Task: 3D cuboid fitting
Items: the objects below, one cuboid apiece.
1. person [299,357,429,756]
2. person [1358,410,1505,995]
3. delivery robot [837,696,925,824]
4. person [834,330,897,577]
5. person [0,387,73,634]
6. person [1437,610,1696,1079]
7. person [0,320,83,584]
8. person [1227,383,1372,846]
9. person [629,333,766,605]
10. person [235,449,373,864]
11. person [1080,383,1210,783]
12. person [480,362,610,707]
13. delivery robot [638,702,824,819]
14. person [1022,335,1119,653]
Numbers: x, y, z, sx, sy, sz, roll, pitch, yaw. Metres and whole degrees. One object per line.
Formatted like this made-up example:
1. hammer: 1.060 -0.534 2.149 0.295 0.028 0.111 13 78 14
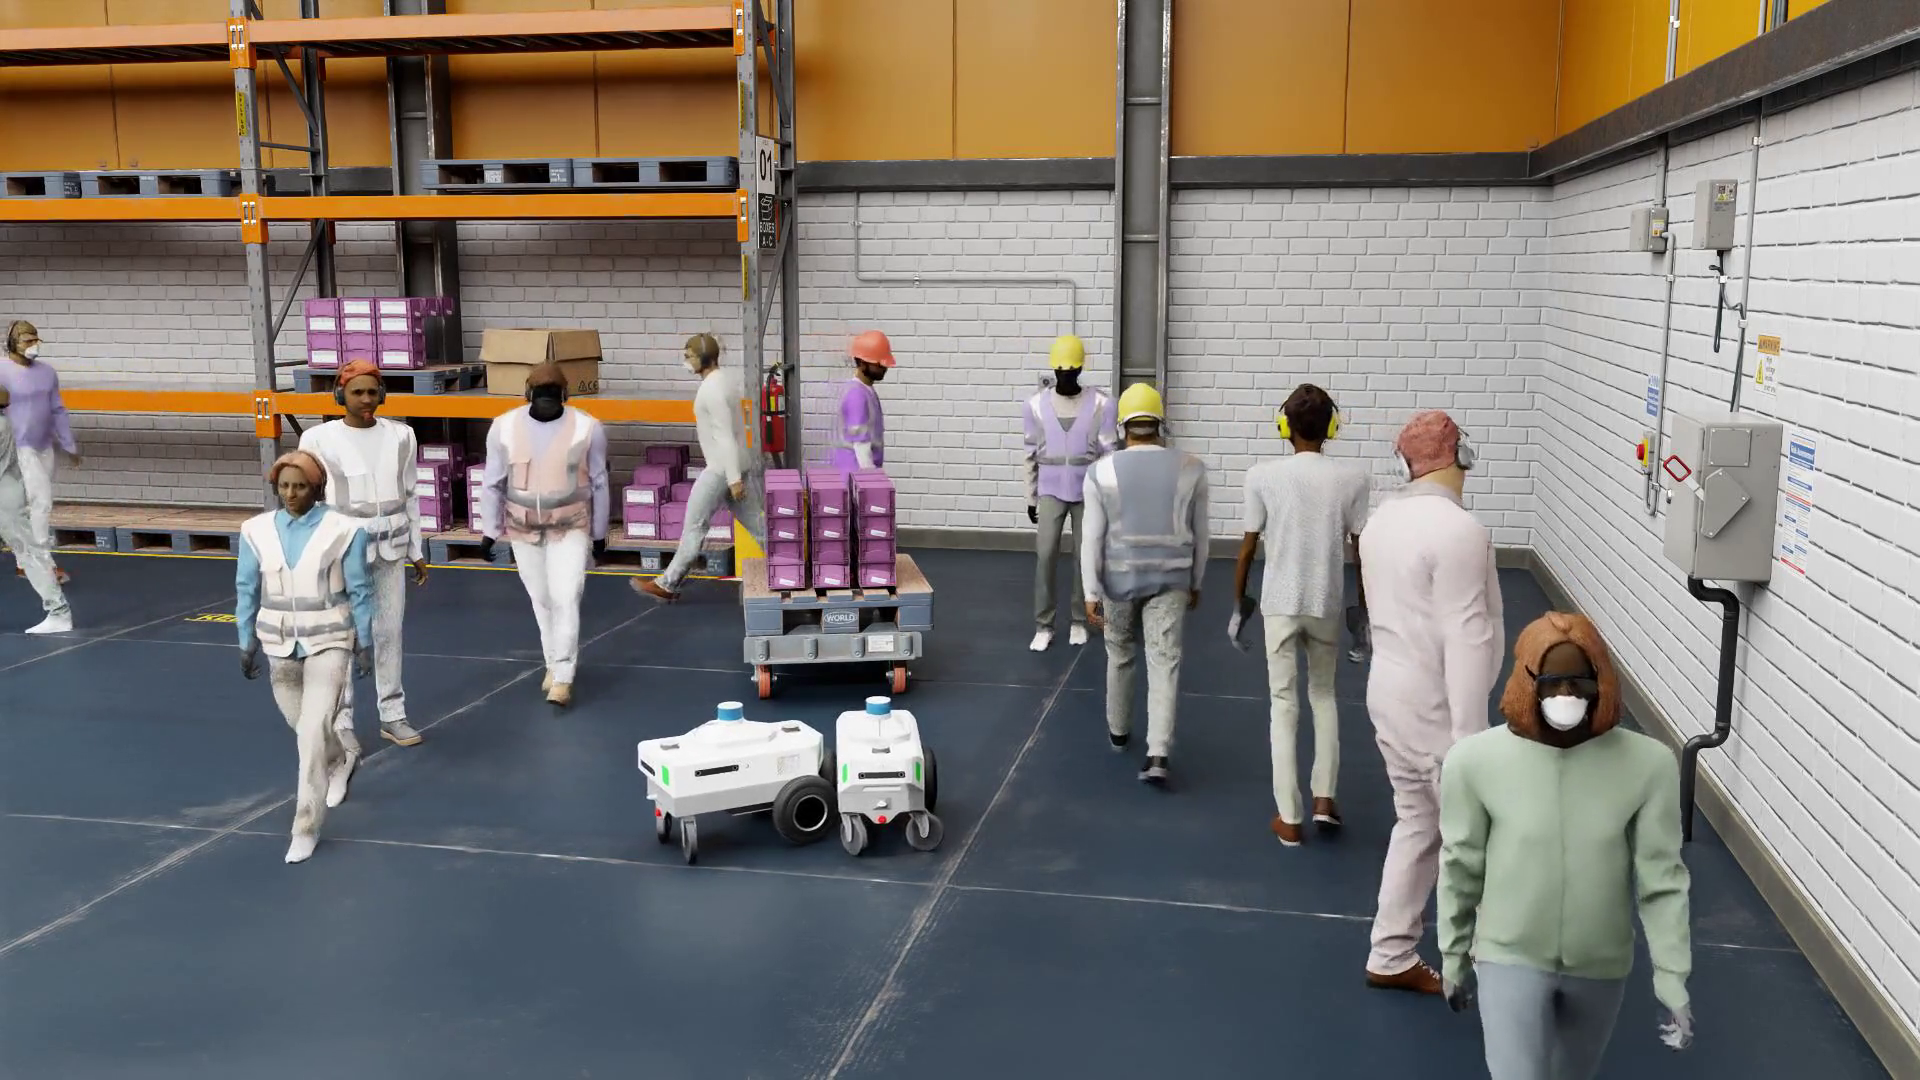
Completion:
1. person: -2.823 0.078 7.908 0.585 1.882 0.337 -9 13 -43
2. person: 1.603 0.536 5.238 0.645 1.864 0.705 -1 9 -6
3. delivery robot: -0.331 0.882 6.776 0.477 0.478 0.707 -1 9 -5
4. person: -0.539 -0.397 10.739 0.702 1.893 0.607 1 9 6
5. person: -6.060 -0.226 10.334 0.931 1.689 0.496 -4 10 -22
6. person: 1.307 0.925 3.681 0.506 1.592 0.845 1 9 6
7. person: -6.662 -0.627 12.082 0.743 1.916 0.633 2 10 10
8. person: 1.367 0.300 6.692 0.548 1.845 0.465 0 9 1
9. person: -1.659 -0.472 11.313 1.144 1.859 0.649 0 9 2
10. person: -2.632 0.412 6.755 0.520 1.603 0.827 0 9 0
11. person: 0.844 0.186 7.593 0.604 1.791 0.918 0 9 2
12. person: -2.198 -0.025 8.768 0.632 1.796 0.918 0 9 0
13. delivery robot: -0.921 0.896 6.694 0.707 0.478 0.477 -5 11 -28
14. person: 0.652 -0.268 9.971 0.591 1.898 0.717 1 10 9
